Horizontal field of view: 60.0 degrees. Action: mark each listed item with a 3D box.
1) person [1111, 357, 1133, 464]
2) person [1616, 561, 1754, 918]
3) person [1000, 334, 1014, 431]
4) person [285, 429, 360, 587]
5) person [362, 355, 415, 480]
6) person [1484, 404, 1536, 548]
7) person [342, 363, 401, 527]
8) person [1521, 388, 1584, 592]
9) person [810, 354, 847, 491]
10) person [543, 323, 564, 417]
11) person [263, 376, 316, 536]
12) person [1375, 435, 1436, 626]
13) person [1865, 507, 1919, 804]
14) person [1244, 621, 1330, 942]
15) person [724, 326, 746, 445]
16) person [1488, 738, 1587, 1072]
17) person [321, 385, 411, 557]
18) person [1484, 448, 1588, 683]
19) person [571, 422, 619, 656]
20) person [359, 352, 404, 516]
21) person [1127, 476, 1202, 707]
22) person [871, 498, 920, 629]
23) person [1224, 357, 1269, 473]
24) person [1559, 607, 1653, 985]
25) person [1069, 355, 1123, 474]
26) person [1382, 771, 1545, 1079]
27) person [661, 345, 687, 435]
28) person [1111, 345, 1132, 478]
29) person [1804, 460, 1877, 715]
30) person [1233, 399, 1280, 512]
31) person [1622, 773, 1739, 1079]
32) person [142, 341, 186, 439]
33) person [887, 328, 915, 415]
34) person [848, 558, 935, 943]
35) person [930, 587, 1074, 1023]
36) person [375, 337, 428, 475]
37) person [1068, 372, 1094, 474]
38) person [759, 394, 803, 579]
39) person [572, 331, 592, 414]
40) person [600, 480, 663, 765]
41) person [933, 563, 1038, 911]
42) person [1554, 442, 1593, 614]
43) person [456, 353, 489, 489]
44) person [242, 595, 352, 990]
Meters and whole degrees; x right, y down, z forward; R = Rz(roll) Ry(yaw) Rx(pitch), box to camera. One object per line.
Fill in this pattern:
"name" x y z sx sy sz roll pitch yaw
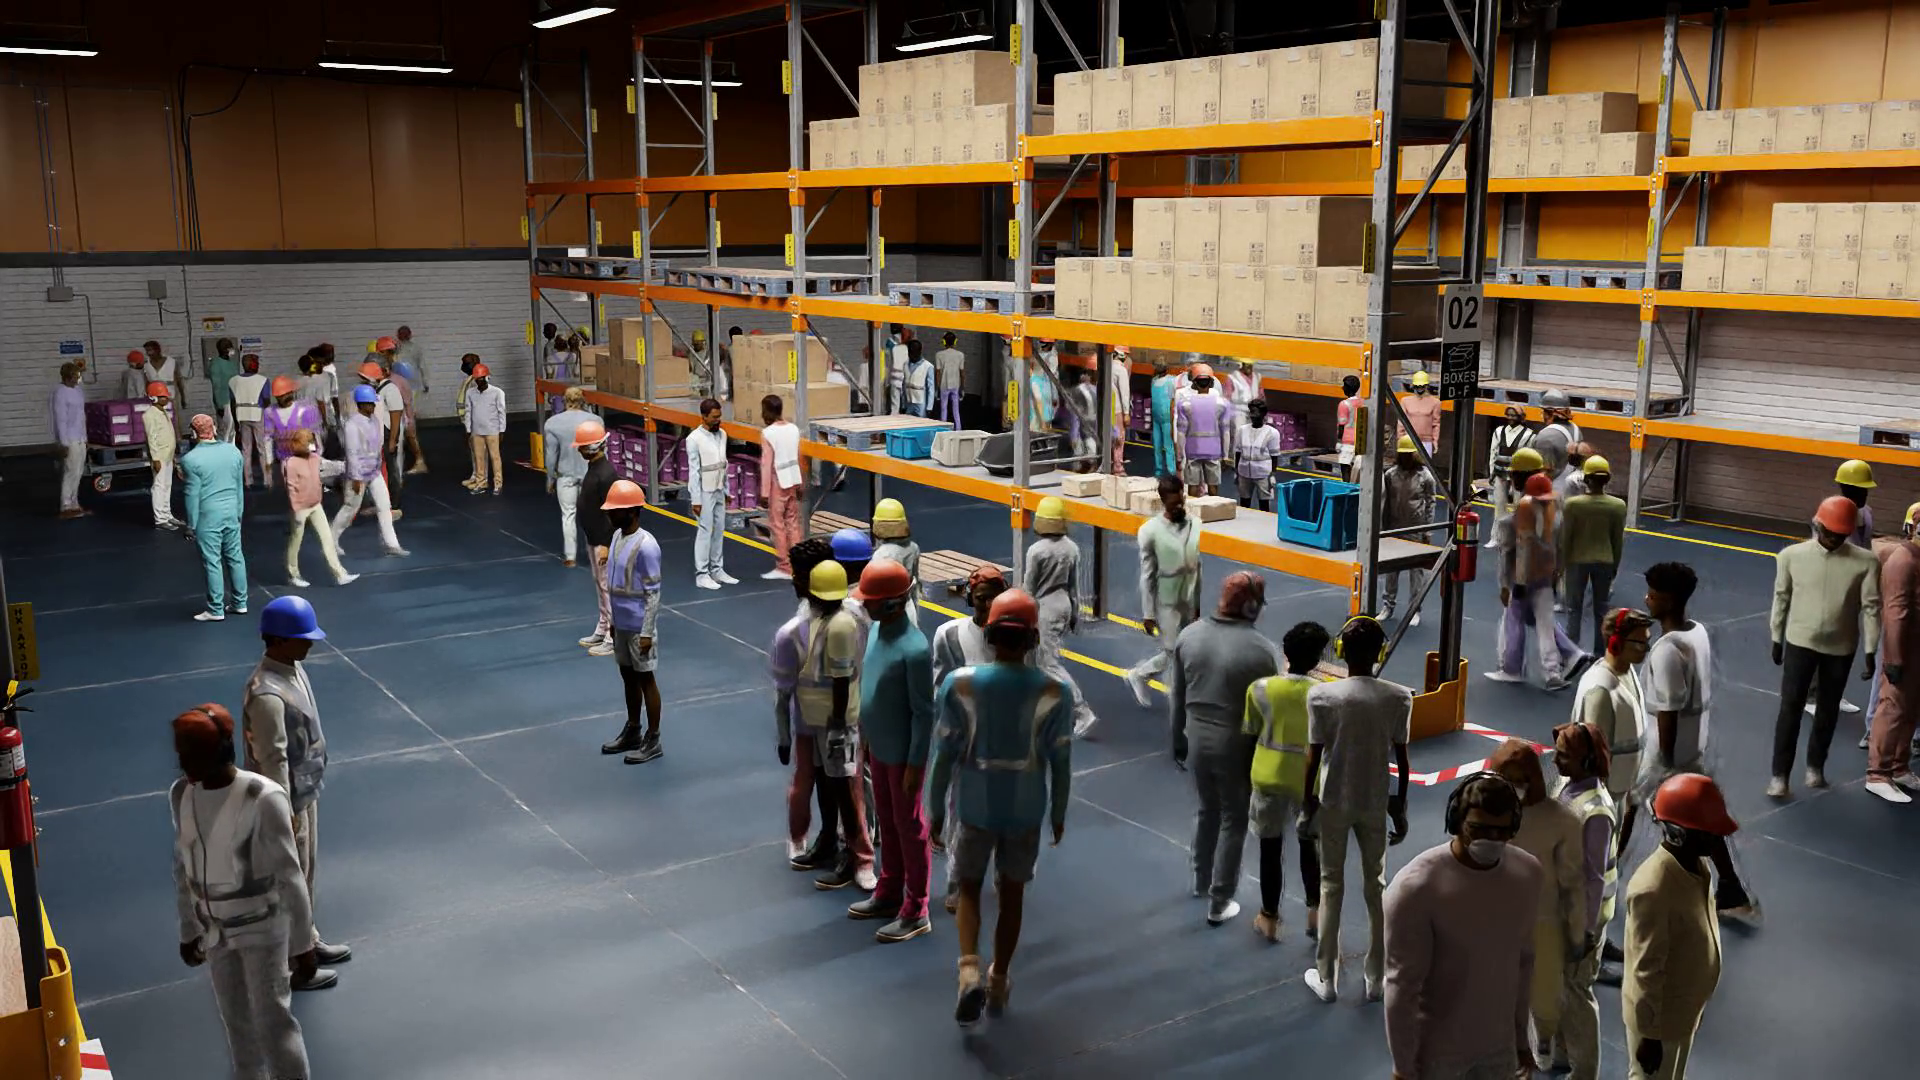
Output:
"person" 2.334 -2.122 24.905 0.602 1.966 0.368 -7 13 -32
"person" 3.768 1.050 8.804 0.981 1.923 0.603 10 15 42
"person" 0.848 -2.760 28.713 0.330 1.751 0.564 0 11 -1
"person" -6.405 -0.300 16.501 0.827 1.592 0.527 4 12 21
"person" -7.608 -1.545 22.212 0.629 1.884 1.022 -1 11 -7
"person" 6.110 -0.694 18.430 0.513 1.642 0.313 10 15 41
"person" -7.165 -1.141 19.968 0.633 1.951 0.721 5 12 23
"person" 5.726 -0.468 16.248 0.690 2.000 0.538 -10 15 -43
"person" -1.818 -1.600 22.513 0.684 1.871 0.908 -4 12 -21
"person" -7.106 -2.862 29.000 0.345 1.846 0.507 1 11 6
"person" -7.860 -1.030 19.610 0.558 1.875 0.973 -1 11 -5
"person" 4.047 -0.090 15.083 0.488 1.742 0.319 7 13 34
"person" 6.086 0.707 10.579 0.652 1.906 0.403 -9 14 -39
"person" 1.686 1.232 8.475 0.512 1.680 0.413 2 11 8
"person" -3.648 -2.500 26.960 0.391 1.919 0.591 -2 11 -10
"person" 2.321 1.572 6.892 0.537 1.613 0.497 6 12 27
"person" -6.520 -0.737 17.990 0.962 1.911 0.626 2 11 12
"person" 4.550 0.230 13.053 0.669 1.901 0.595 9 14 37
"person" -3.060 -0.017 14.084 0.392 1.985 0.610 -5 12 -23
"person" -7.166 -1.282 20.413 0.682 2.000 0.537 8 13 34
"person" 1.464 0.444 12.002 0.597 1.888 0.707 -9 14 -39
"person" -0.474 0.566 11.722 0.324 1.740 0.492 7 13 32
"person" 4.100 -1.777 23.574 0.597 1.792 0.870 -6 13 -29
"person" 3.136 1.217 8.125 0.374 1.843 0.583 7 13 31
"person" 1.680 -1.324 20.777 0.614 1.986 1.073 -10 15 -41
"person" 1.663 1.682 5.515 0.629 1.937 0.379 -5 12 -26
"person" -4.757 -2.579 27.364 0.608 1.925 0.768 10 15 43
"person" 2.196 -1.799 23.191 0.386 1.989 0.608 -5 12 -25
"person" 6.534 0.355 12.324 0.595 1.925 0.372 -6 12 -28
"person" 3.267 -0.719 18.411 0.529 1.697 0.321 7 13 32
"person" 2.570 1.678 6.000 0.329 1.751 0.569 8 14 37
"person" -12.179 -2.157 25.520 0.605 1.811 0.481 -1 11 -4
"person" -0.937 -2.542 27.300 0.616 1.864 0.657 3 11 15
"person" -0.350 1.064 8.541 0.392 1.988 0.608 -5 12 -26
"person" 0.191 1.234 7.608 0.650 2.013 0.638 1 11 4
"person" -8.062 -1.866 23.524 1.057 1.983 0.613 -9 14 -40
"person" 1.663 -1.414 22.151 0.522 1.634 0.314 -6 13 -29
"person" -1.813 -0.537 16.982 0.414 1.903 0.638 5 12 25
"person" -6.143 -2.472 27.032 0.619 1.838 0.430 8 14 35
"person" -2.236 0.551 11.297 0.355 1.939 0.543 -9 14 -39
"person" 0.137 1.050 8.881 0.581 1.882 0.339 -2 11 -10
"person" 5.717 -0.107 15.428 0.541 1.624 0.375 -11 15 -44
"person" -6.630 -1.622 22.661 0.429 1.846 0.625 -6 12 -26
"person" -3.198 1.208 7.963 0.419 1.933 0.616 -3 11 -13
